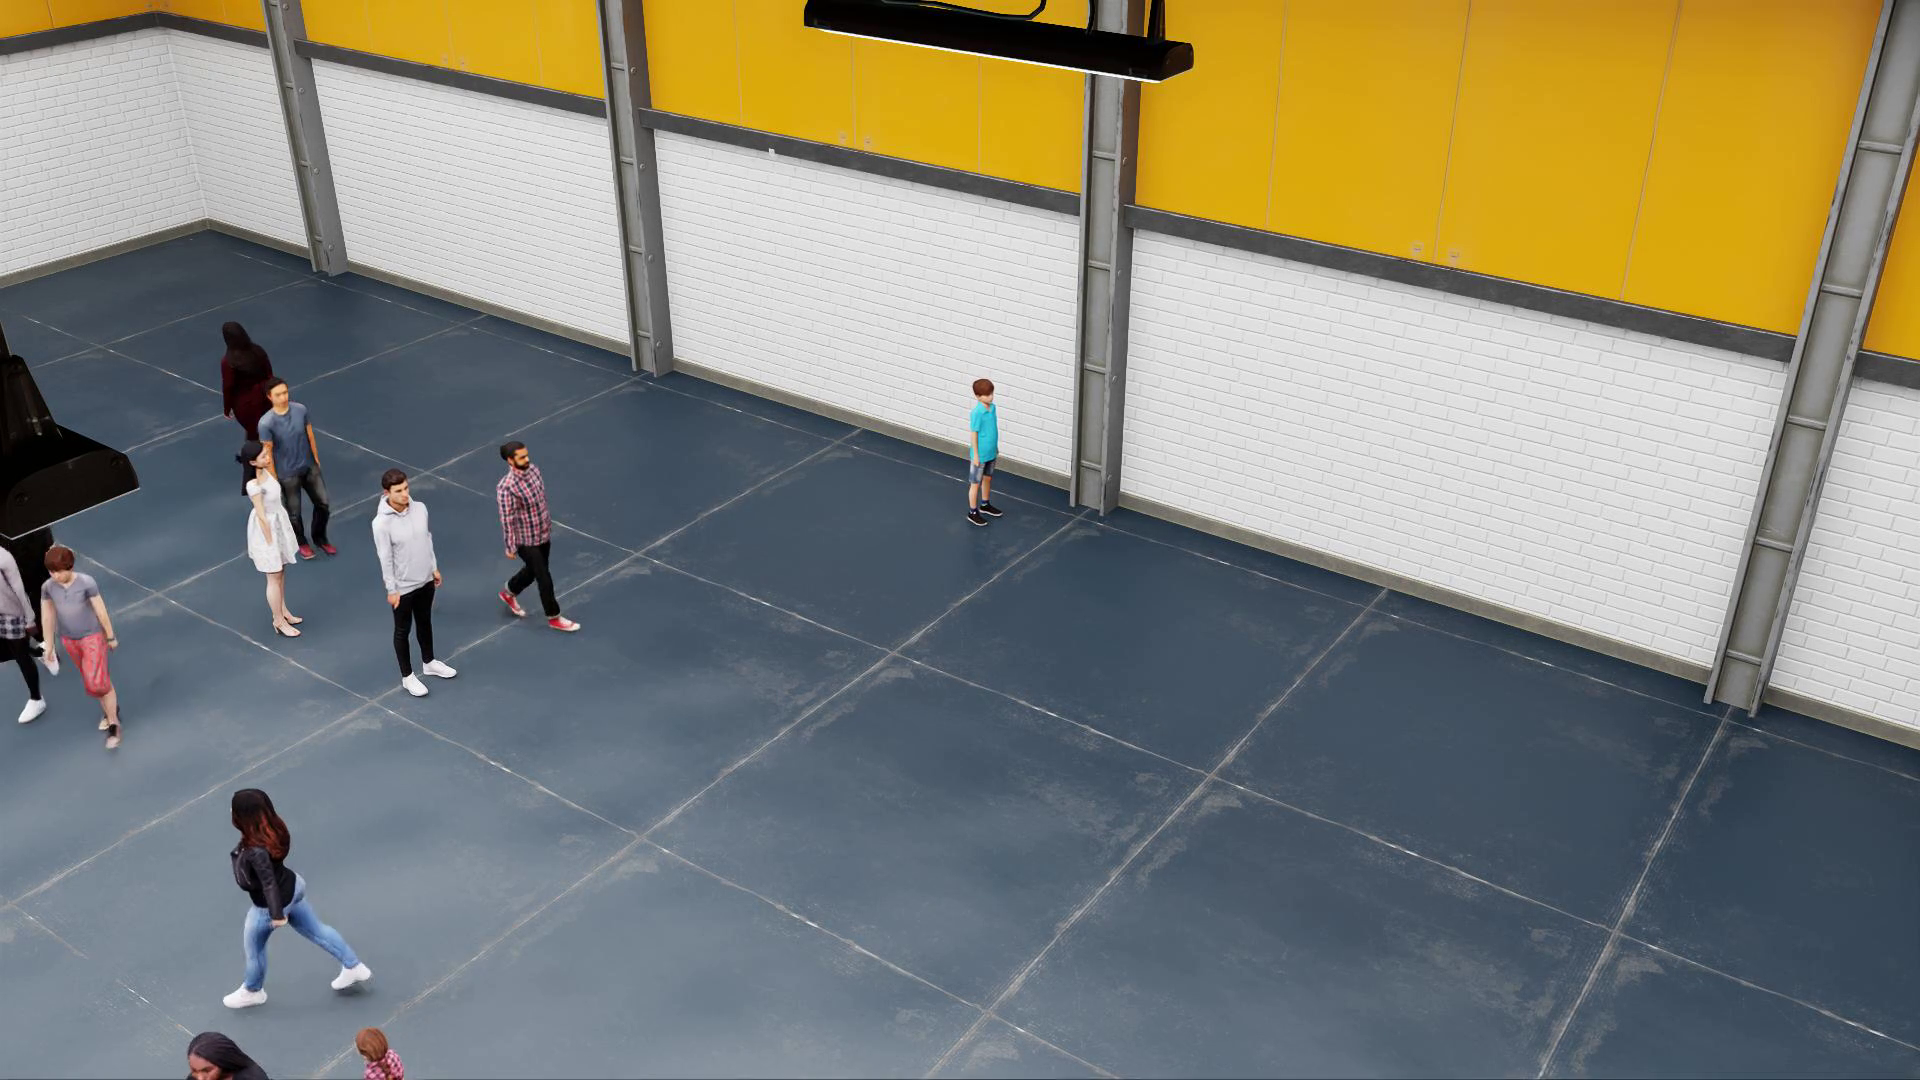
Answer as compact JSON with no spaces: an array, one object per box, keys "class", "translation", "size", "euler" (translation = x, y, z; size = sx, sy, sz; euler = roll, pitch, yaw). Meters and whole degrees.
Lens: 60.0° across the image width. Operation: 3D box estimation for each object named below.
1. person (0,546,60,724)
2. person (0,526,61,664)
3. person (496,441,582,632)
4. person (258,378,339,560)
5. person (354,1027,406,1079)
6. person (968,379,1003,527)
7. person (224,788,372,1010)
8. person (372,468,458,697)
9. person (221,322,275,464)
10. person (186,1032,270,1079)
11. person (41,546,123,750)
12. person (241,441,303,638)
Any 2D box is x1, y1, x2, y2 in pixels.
[{"class":"person","translation":[-7.392,0.545,12.958],"size":[0.974,1.762,0.957],"euler":[2,29,3]},{"class":"person","translation":[-7.729,0.081,13.680],"size":[0.847,1.884,1.139],"euler":[-22,36,-35]},{"class":"person","translation":[-3.690,-0.056,14.070],"size":[1.152,1.752,0.912],"euler":[8,30,14]},{"class":"person","translation":[-6.108,-0.673,15.155],"size":[0.689,1.796,0.711],"euler":[23,36,35]},{"class":"person","translation":[-3.069,3.088,9.083],"size":[0.705,1.008,0.525],"euler":[11,31,20]},{"class":"person","translation":[0.219,-0.869,15.876],"size":[0.477,1.450,0.517],"euler":[20,34,32]},{"class":"person","translation":[-4.077,2.183,10.135],"size":[1.196,1.589,1.088],"euler":[-3,29,-5]},{"class":"person","translation":[-4.392,0.300,13.232],"size":[0.590,1.929,0.683],"euler":[16,33,27]},{"class":"person","translation":[-6.864,-1.287,16.367],"size":[1.123,1.713,0.808],"euler":[12,31,21]},{"class":"person","translation":[-3.571,3.053,8.456],"size":[0.994,1.671,1.005],"euler":[0,29,0]},{"class":"person","translation":[-6.688,0.723,12.768],"size":[0.871,1.631,0.901],"euler":[0,29,1]},{"class":"person","translation":[-5.788,-0.022,13.985],"size":[0.835,1.773,0.770],"euler":[-6,29,-11]}]
